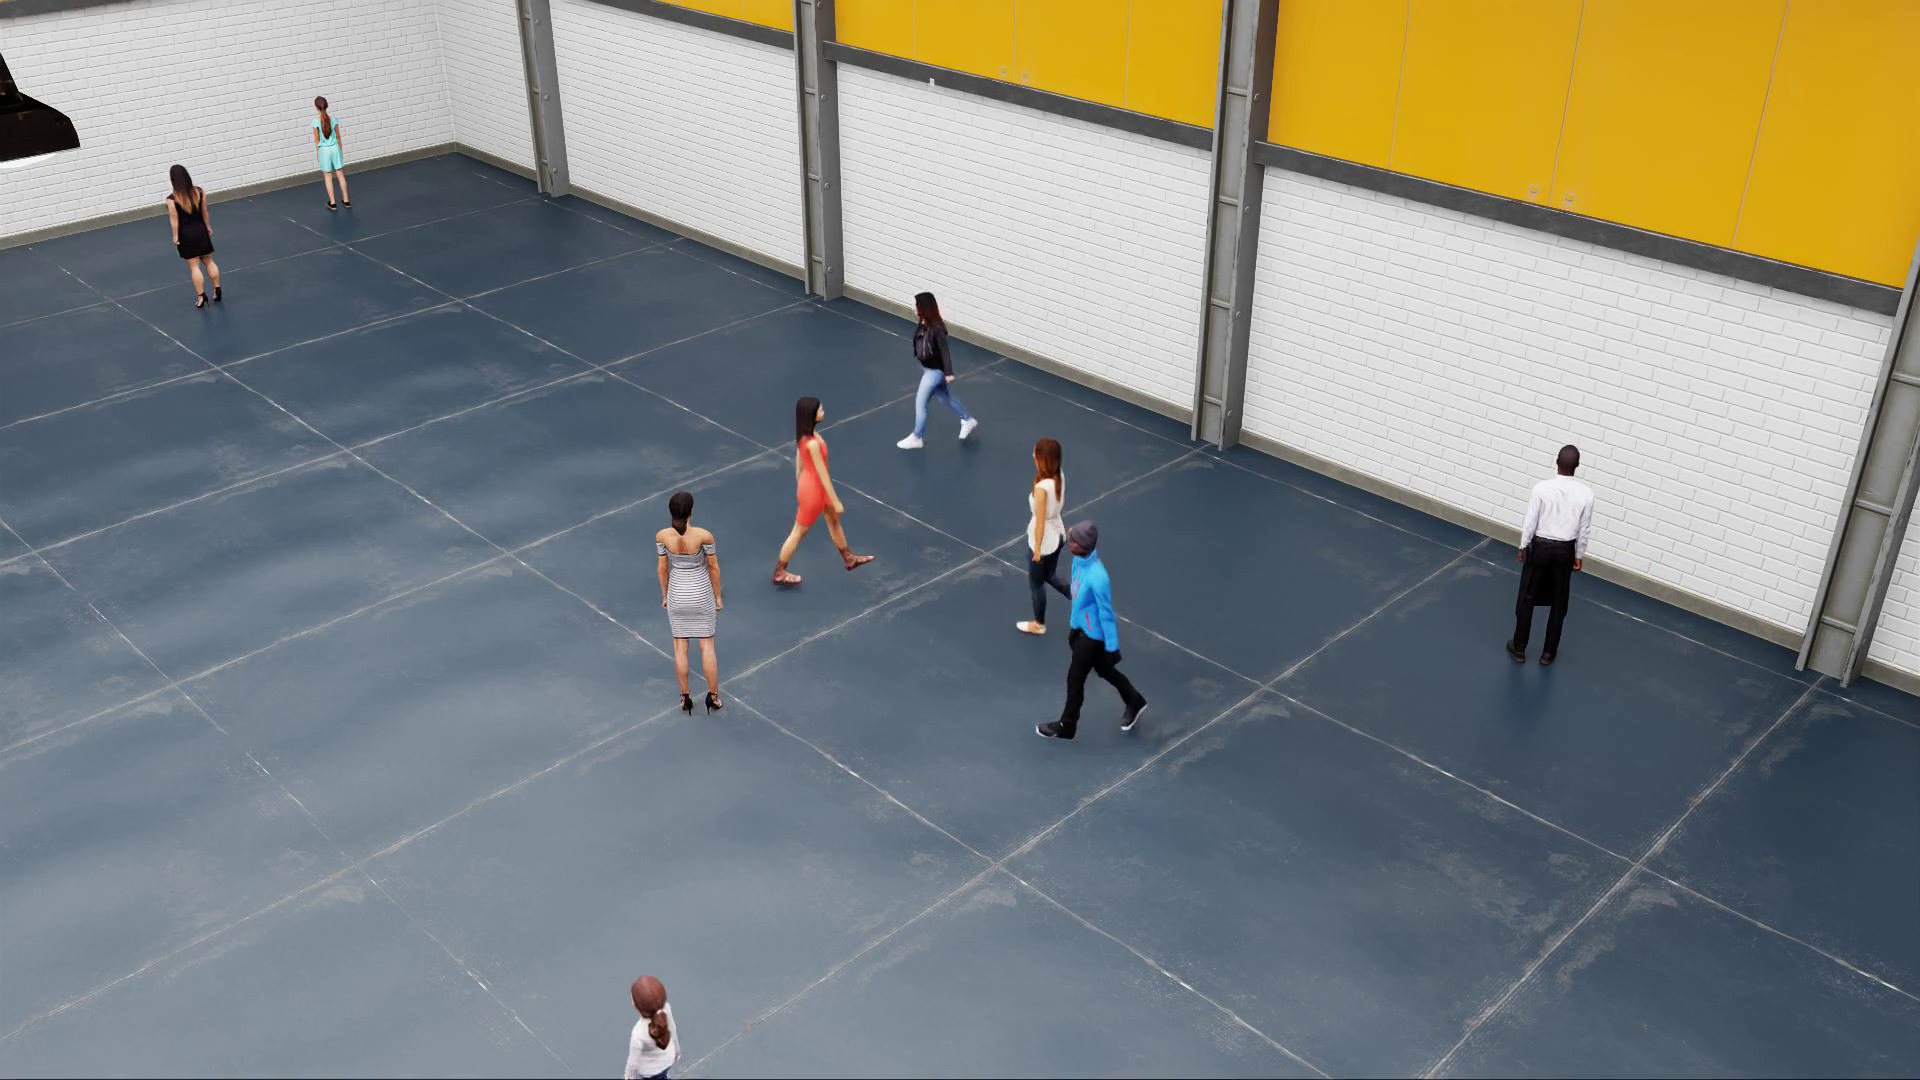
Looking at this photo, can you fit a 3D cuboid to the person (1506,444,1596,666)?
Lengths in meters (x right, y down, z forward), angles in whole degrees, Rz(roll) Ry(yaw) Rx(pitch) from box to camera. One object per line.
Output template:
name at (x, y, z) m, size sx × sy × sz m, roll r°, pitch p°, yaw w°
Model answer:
person at (4.547, 0.114, 12.813) m, size 0.658 × 1.836 × 0.778 m, roll 6°, pitch 29°, yaw 11°

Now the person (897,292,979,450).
person at (-0.167, -1.657, 16.316) m, size 1.074 × 1.590 × 1.158 m, roll -12°, pitch 31°, yaw -21°

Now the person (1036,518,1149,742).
person at (1.049, 0.662, 11.893) m, size 1.081 × 1.754 × 1.129 m, roll -9°, pitch 30°, yaw -15°

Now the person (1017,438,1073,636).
person at (0.766, 0.021, 13.052) m, size 0.953 × 1.770 × 0.765 m, roll 14°, pitch 32°, yaw 24°

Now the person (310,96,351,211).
person at (-8.813, -5.420, 23.248) m, size 0.570 × 1.558 × 0.564 m, roll -20°, pitch 34°, yaw -32°

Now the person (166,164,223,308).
person at (-9.108, -3.616, 19.775) m, size 0.662 × 1.718 × 0.694 m, roll 17°, pitch 33°, yaw 29°

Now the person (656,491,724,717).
person at (-1.977, 0.466, 12.182) m, size 0.668 × 1.822 × 0.736 m, roll 1°, pitch 29°, yaw 2°

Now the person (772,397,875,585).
person at (-1.301, -0.352, 13.841) m, size 1.035 × 1.669 × 1.149 m, roll -7°, pitch 29°, yaw -13°

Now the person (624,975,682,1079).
person at (-1.550, 2.760, 8.740) m, size 0.784 × 1.090 × 0.605 m, roll 13°, pitch 31°, yaw 22°
